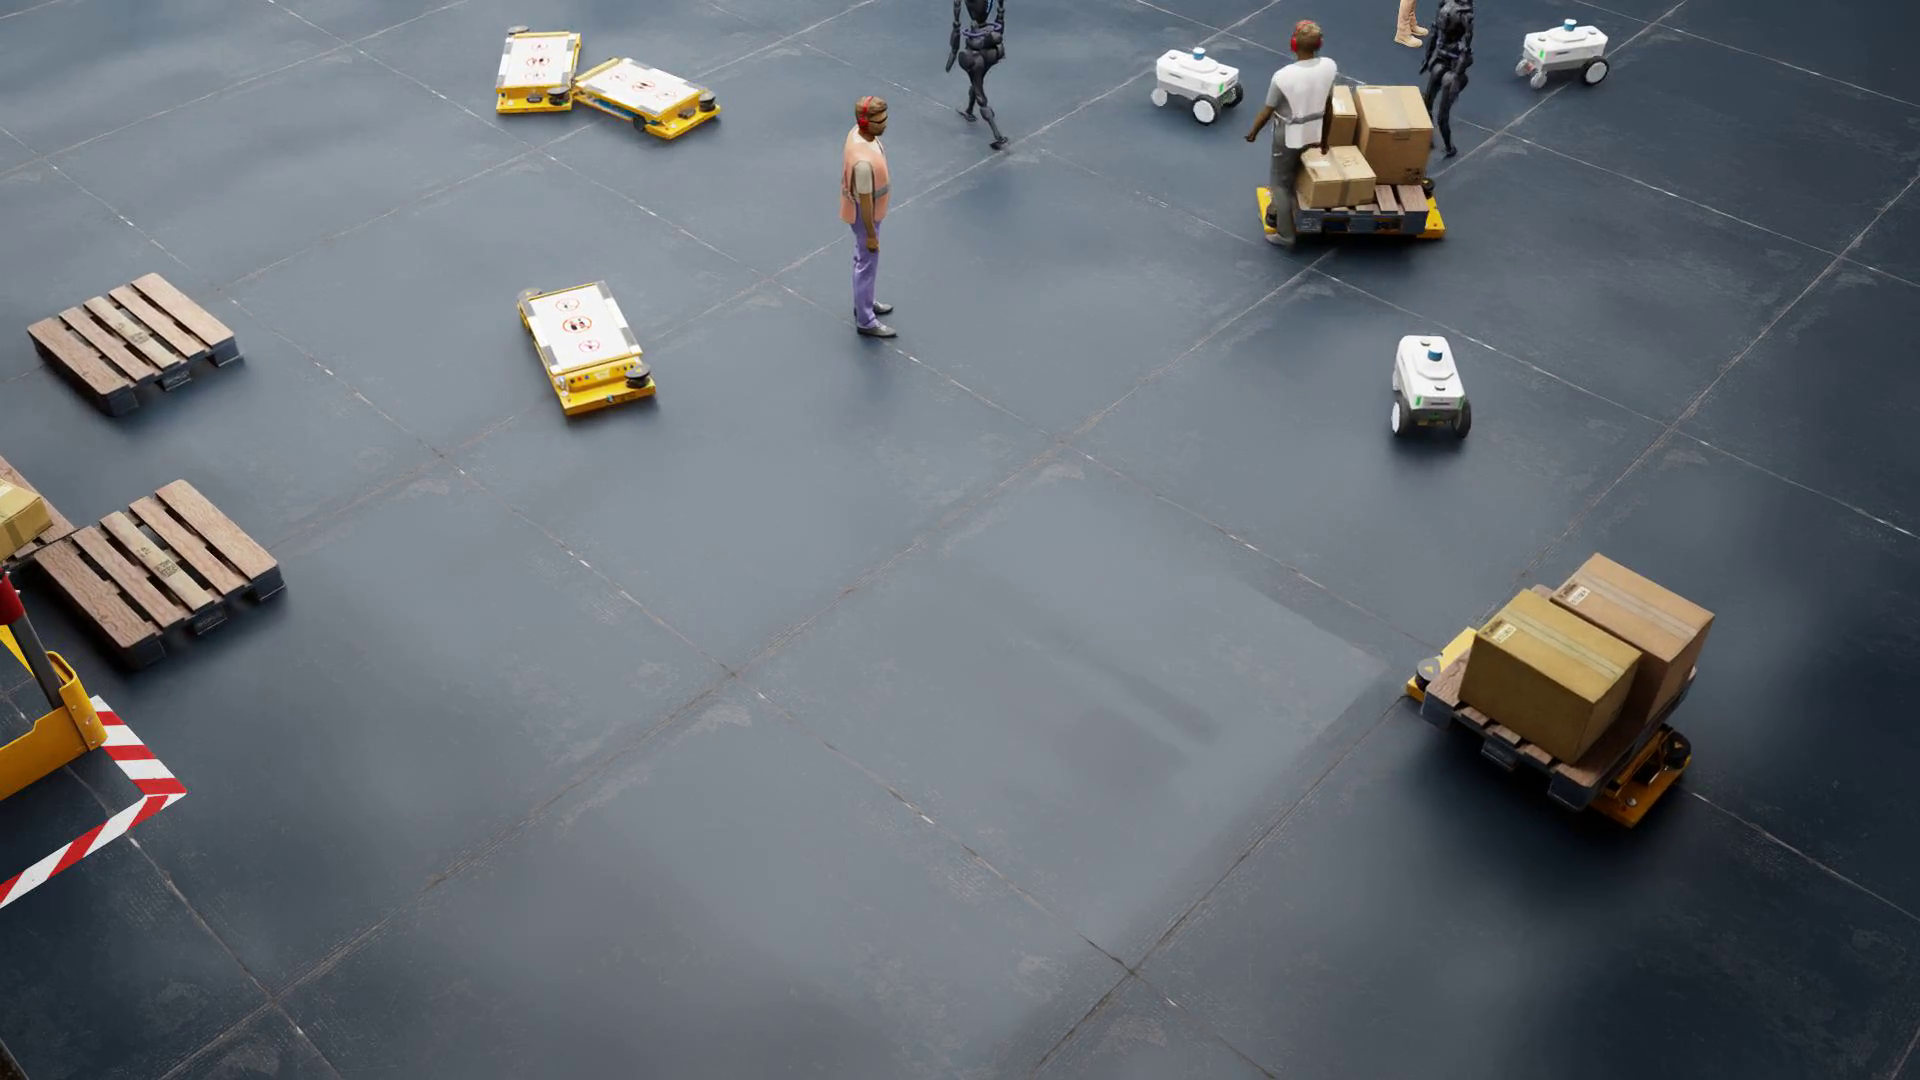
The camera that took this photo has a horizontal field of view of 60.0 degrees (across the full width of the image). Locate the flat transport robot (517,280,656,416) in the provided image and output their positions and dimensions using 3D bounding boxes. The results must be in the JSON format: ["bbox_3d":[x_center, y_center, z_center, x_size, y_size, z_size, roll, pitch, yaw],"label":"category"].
[{"bbox_3d":[-2.746,-1.442,12.129,0.659,0.231,1.431,-17,45,-18],"label":"flat transport robot"}]

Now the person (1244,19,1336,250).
[{"bbox_3d":[2.548,-3.126,12.849,0.576,1.811,0.575,-23,47,-23],"label":"person"}]

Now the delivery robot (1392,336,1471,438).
[{"bbox_3d":[3.243,-1.069,11.502,0.499,0.597,0.779,1,42,1],"label":"delivery robot"}]

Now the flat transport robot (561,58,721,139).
[{"bbox_3d":[-2.903,-4.003,14.975,1.431,0.231,0.659,26,48,26],"label":"flat transport robot"}]

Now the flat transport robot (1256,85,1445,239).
[{"bbox_3d":[3.173,-2.714,13.543,1.431,0.231,0.659,1,42,1],"label":"flat transport robot"}]

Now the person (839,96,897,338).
[{"bbox_3d":[-0.672,-2.326,11.935,0.387,1.841,0.563,-2,42,-3],"label":"person"}]

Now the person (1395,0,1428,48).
[{"bbox_3d":[4.355,-5.508,15.542,0.320,1.748,0.471,18,45,19],"label":"person"}]

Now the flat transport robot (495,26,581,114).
[{"bbox_3d":[-3.887,-4.357,15.368,0.659,0.231,1.431,-4,42,-4],"label":"flat transport robot"}]

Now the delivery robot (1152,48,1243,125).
[{"bbox_3d":[2.129,-4.089,14.859,0.779,0.597,0.499,26,48,26],"label":"delivery robot"}]

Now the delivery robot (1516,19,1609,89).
[{"bbox_3d":[5.565,-4.488,15.306,0.801,0.602,0.499,-10,43,-11],"label":"delivery robot"}]

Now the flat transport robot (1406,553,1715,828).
[{"bbox_3d":[3.321,1.006,9.408,0.659,0.231,1.431,-34,52,-32],"label":"flat transport robot"}]

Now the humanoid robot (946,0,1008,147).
[{"bbox_3d":[0.192,-4.216,14.218,0.584,1.635,0.841,-27,49,-27],"label":"humanoid robot"}]

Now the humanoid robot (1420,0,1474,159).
[{"bbox_3d":[4.086,-3.970,13.900,0.375,1.660,0.589,-13,44,-14],"label":"humanoid robot"}]
